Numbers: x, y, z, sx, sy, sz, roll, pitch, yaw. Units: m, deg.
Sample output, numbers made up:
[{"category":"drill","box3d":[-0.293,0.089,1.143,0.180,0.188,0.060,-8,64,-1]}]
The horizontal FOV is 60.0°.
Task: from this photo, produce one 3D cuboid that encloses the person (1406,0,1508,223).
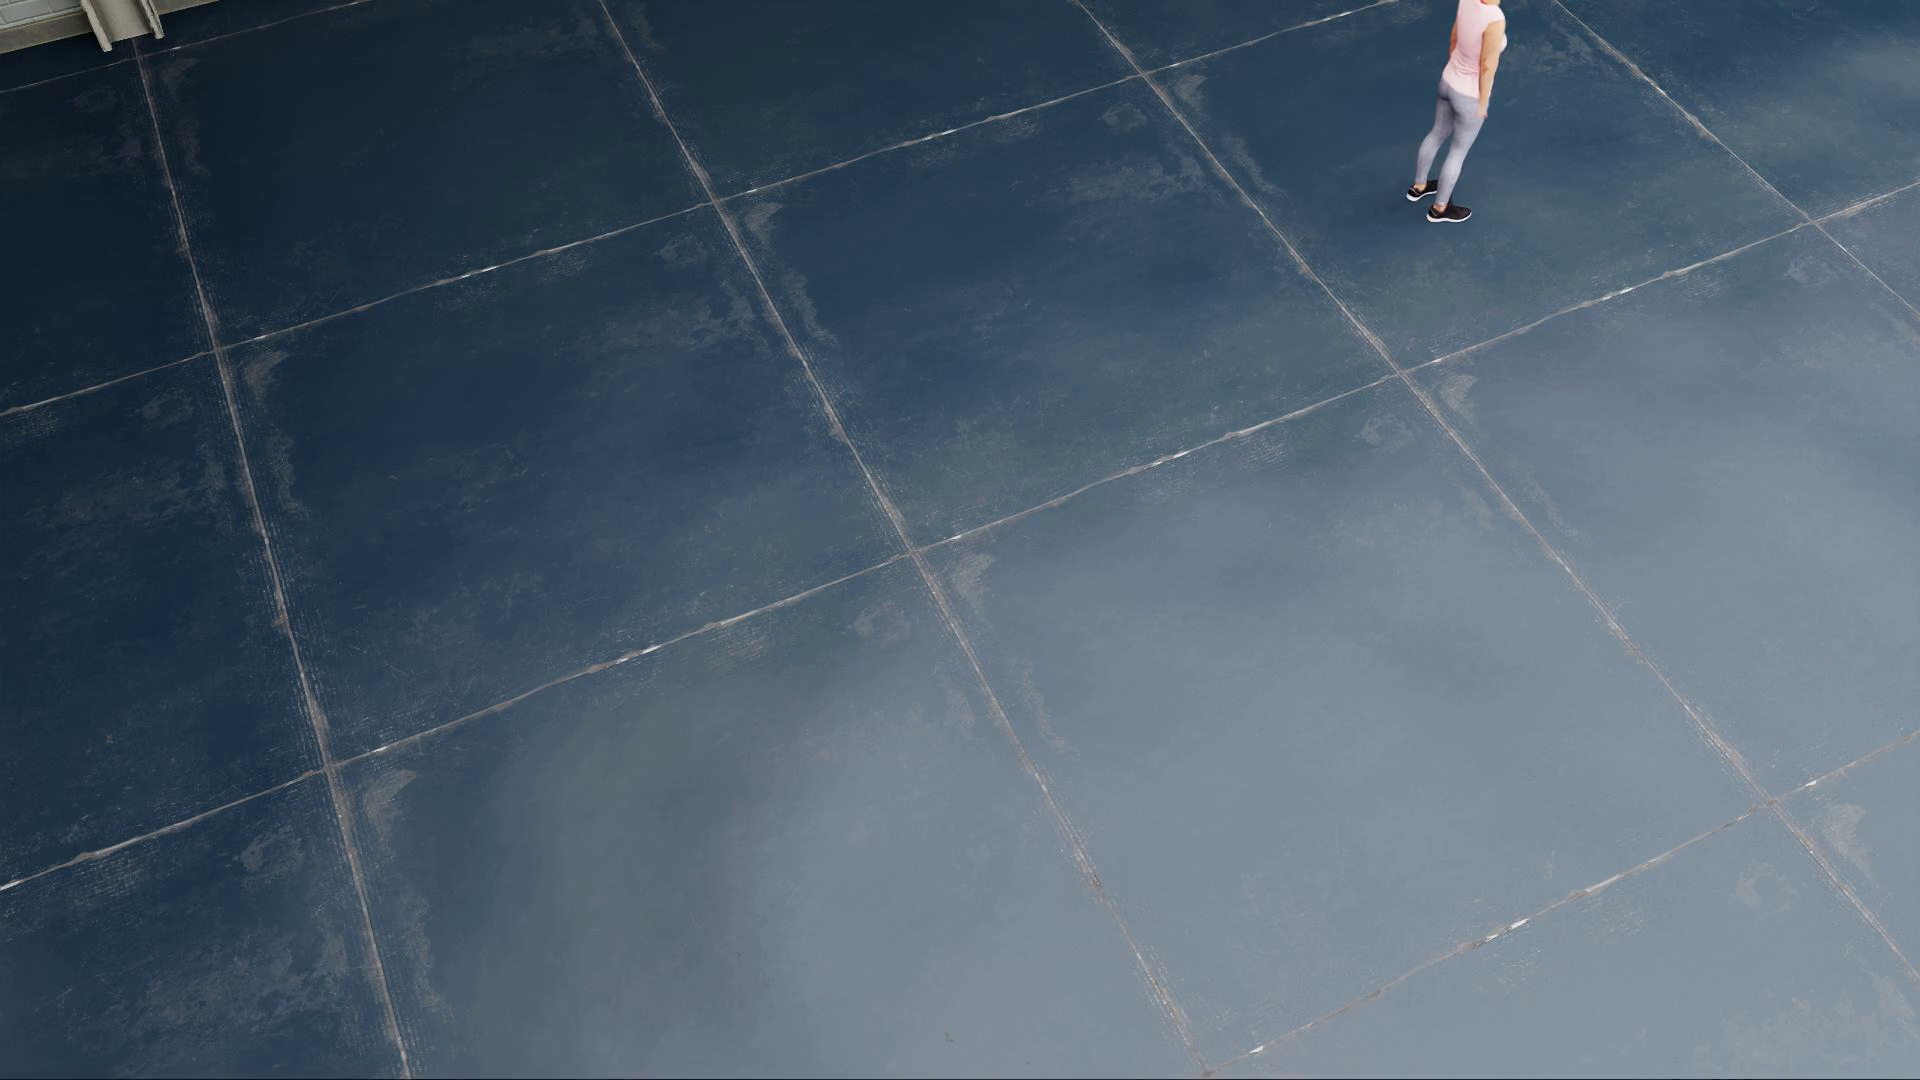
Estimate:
[{"category":"person","box3d":[2.890,-2.591,9.535,0.544,1.721,0.573,-16,54,-12]}]
